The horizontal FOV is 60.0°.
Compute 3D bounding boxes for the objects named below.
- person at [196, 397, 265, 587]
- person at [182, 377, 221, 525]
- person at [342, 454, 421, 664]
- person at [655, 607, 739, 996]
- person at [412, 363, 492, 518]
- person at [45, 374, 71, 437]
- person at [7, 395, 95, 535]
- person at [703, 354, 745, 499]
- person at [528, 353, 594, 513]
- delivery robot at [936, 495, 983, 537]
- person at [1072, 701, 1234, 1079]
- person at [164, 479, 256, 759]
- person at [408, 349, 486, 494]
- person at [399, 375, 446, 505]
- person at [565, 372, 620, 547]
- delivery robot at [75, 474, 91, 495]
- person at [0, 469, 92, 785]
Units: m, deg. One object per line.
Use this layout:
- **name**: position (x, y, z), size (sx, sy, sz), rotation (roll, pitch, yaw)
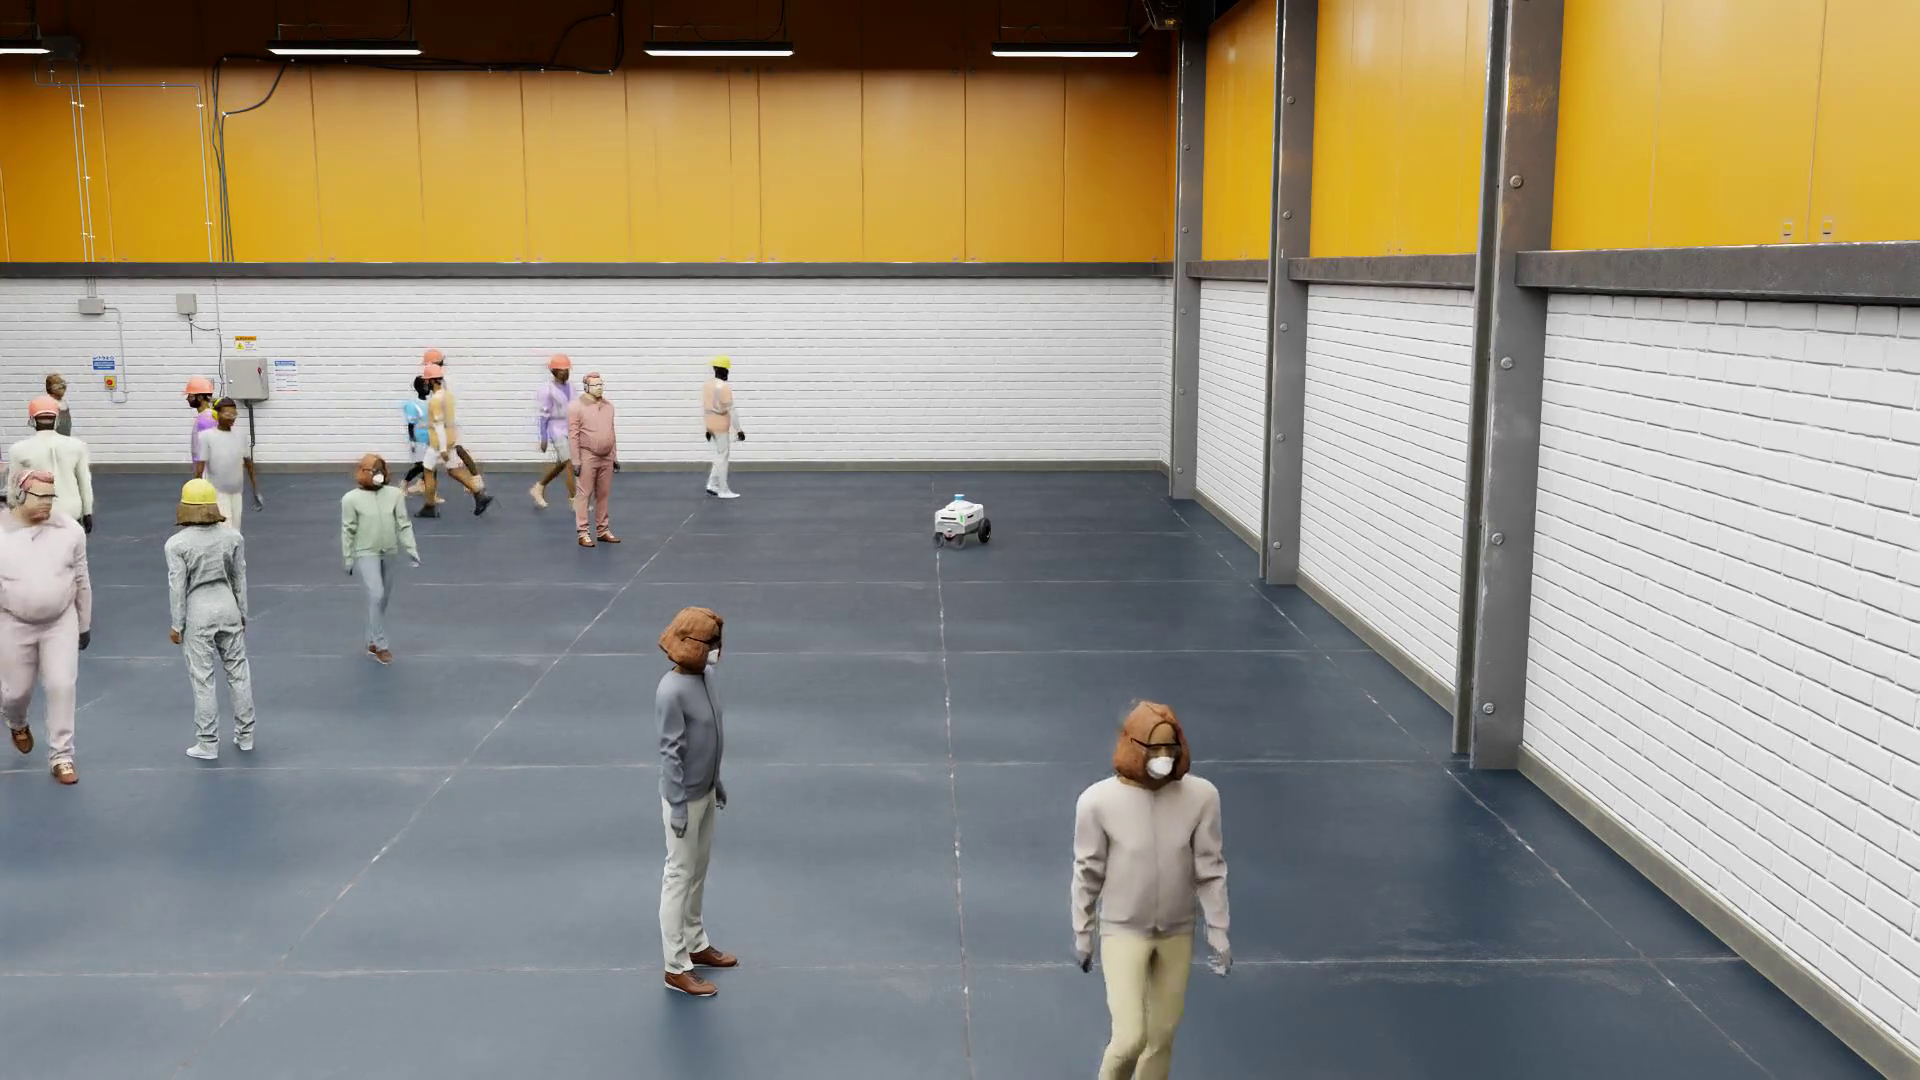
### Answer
- **person**: position (-6.865, -0.424, 15.626), size (0.470, 1.847, 0.562), rotation (6, 11, 32)
- **person**: position (-7.720, -0.703, 17.046), size (0.365, 1.939, 0.542), rotation (-3, 10, -19)
- **person**: position (-4.442, 0.143, 12.853), size (0.675, 1.608, 0.514), rotation (7, 12, 38)
- **person**: position (-1.123, 1.082, 7.037), size (0.286, 1.633, 0.498), rotation (2, 9, 11)
- **person**: position (-6.223, -1.200, 20.222), size (0.904, 1.909, 0.533), rotation (1, 9, 7)
- **person**: position (-10.697, -1.073, 19.733), size (0.429, 1.804, 0.701), rotation (-1, 9, -7)
- **person**: position (-7.723, -0.234, 14.085), size (0.674, 1.973, 0.617), rotation (8, 13, 42)
- **person**: position (-3.141, -1.489, 21.929), size (0.424, 1.916, 0.613), rotation (-6, 11, -34)
- **person**: position (-5.037, -1.341, 20.789), size (0.988, 2.015, 0.615), rotation (4, 10, 23)
- **delivery robot**: position (-0.005, -0.254, 18.241), size (0.477, 0.478, 0.707), rotation (3, 10, 20)
- **person**: position (0.640, 1.334, 5.538), size (0.501, 1.618, 0.352), rotation (-3, 10, -15)
- **person**: position (-4.682, 0.486, 10.352), size (0.317, 1.743, 0.488), rotation (8, 12, 40)
- **person**: position (-6.938, -1.586, 22.378), size (1.109, 1.977, 0.639), rotation (0, 9, -1)
- **person**: position (-6.945, -1.291, 21.412), size (0.552, 1.682, 0.546), rotation (5, 10, 27)
- **person**: position (-4.001, -0.888, 18.279), size (0.407, 1.910, 0.640), rotation (7, 12, 37)
- **delivery robot**: position (-11.420, -0.717, 21.080), size (0.707, 0.478, 0.477), rotation (-3, 10, -16)
- **person**: position (-5.543, 0.491, 9.952), size (0.643, 1.864, 0.809), rotation (-8, 12, -39)
